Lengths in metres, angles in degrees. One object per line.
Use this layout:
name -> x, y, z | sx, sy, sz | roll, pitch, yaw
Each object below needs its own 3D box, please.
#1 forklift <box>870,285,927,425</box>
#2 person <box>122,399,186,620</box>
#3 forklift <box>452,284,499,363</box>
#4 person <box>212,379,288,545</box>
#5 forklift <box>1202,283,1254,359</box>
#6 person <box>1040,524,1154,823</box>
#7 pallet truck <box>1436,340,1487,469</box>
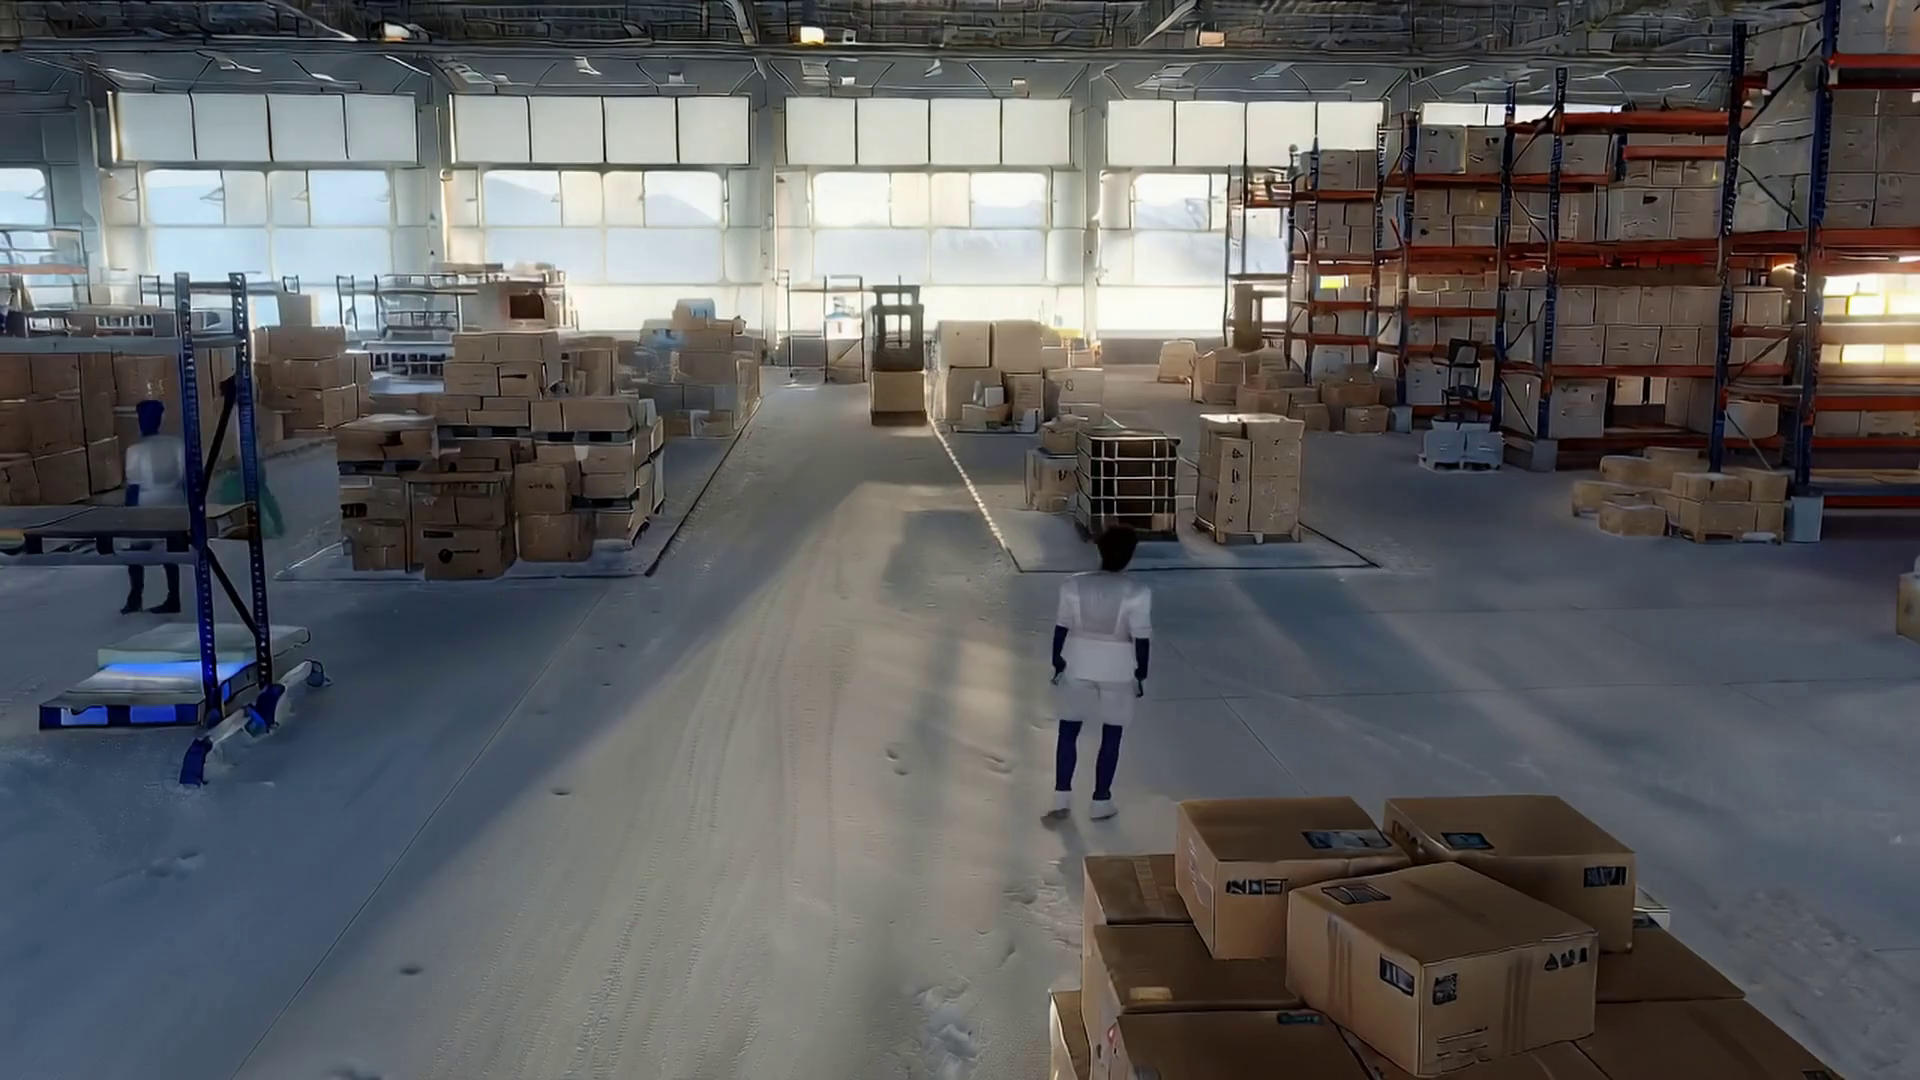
forklift -> -1.263, -3.789, 33.820 | 1.129, 2.768, 1.873 | -1, 9, -4
person -> -7.134, -0.272, 14.659 | 0.541, 1.947, 0.634 | 4, 10, 24
forklift -> -10.317, -4.215, 36.494 | 1.873, 2.768, 1.129 | -1, 9, -4
person -> -8.126, -0.881, 18.760 | 0.966, 1.857, 0.695 | -3, 9, -17
forklift -> 7.225, -5.203, 42.700 | 1.873, 2.768, 1.129 | -1, 9, -4
person -> 0.757, 0.751, 9.118 | 0.583, 1.663, 0.571 | 3, 9, 17
pallet truck -> 8.004, -2.170, 26.422 | 0.823, 1.965, 1.885 | 2, 9, 14
